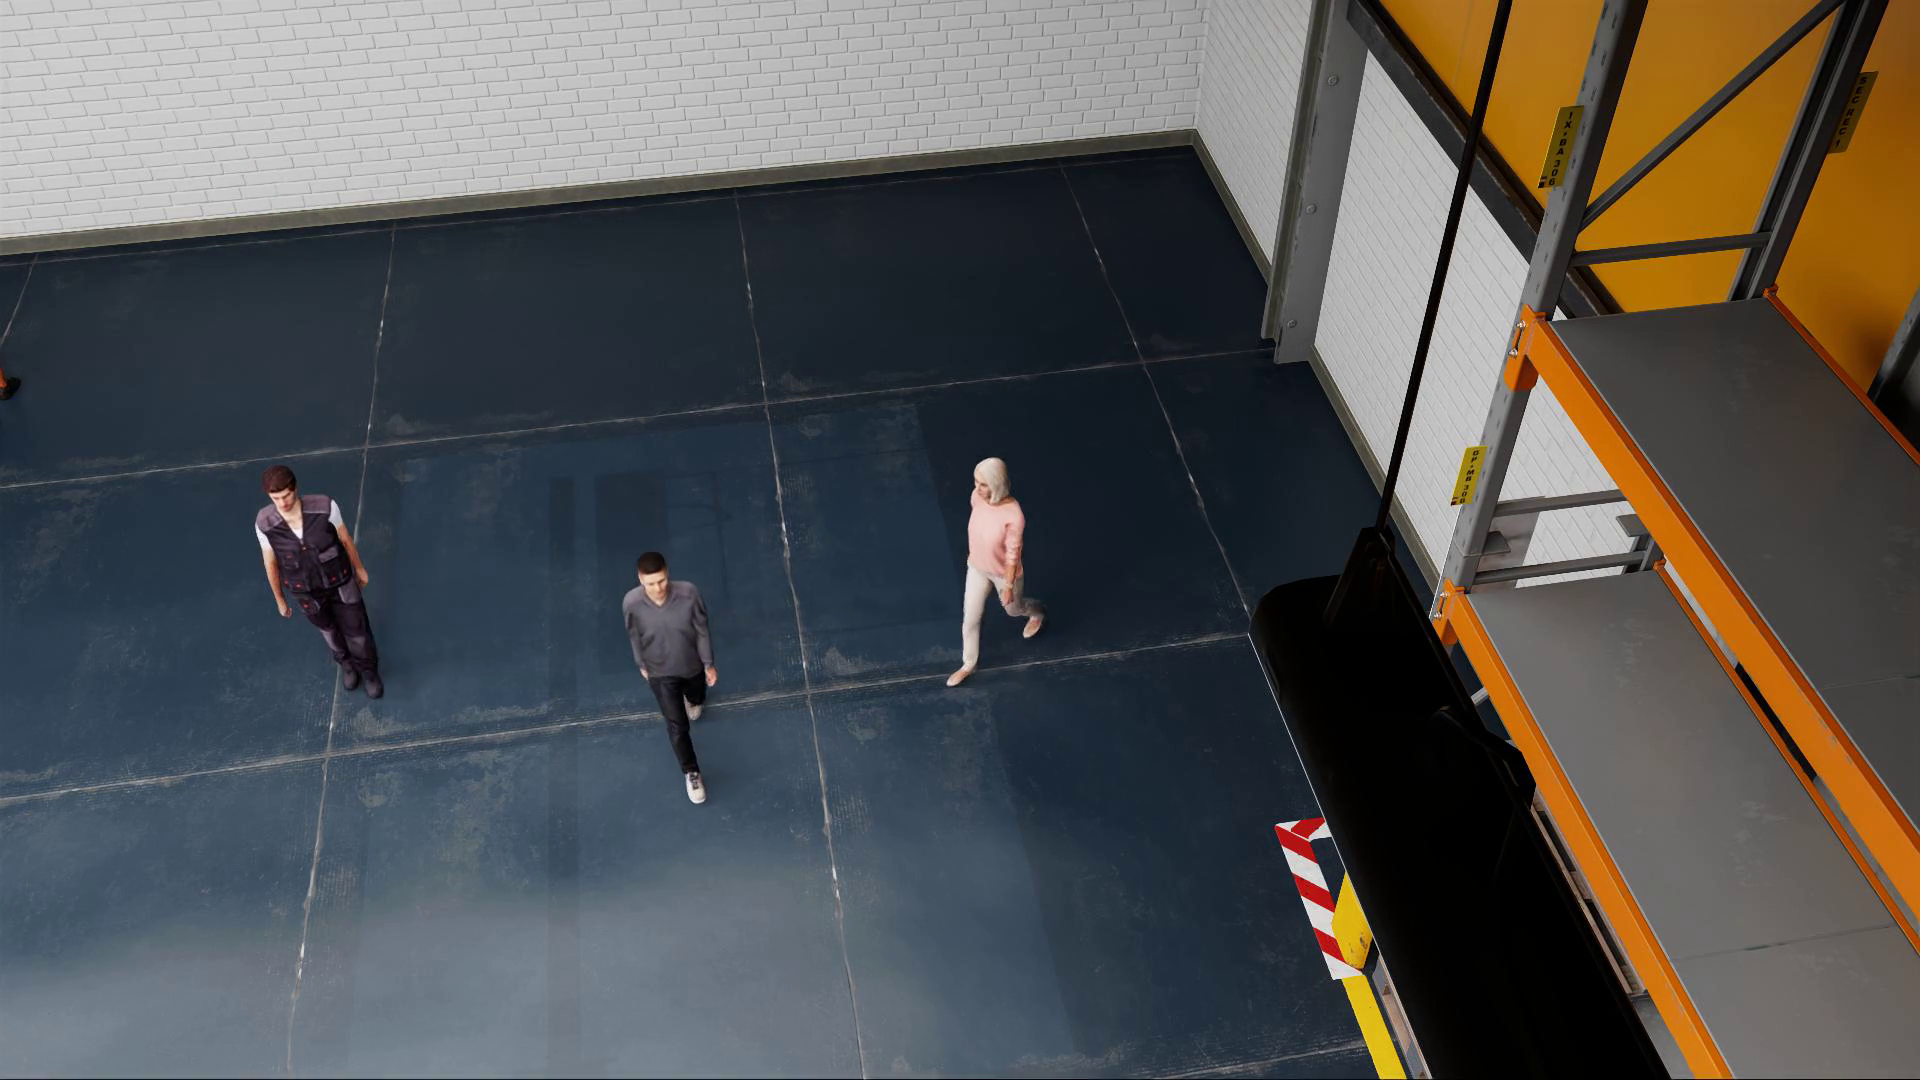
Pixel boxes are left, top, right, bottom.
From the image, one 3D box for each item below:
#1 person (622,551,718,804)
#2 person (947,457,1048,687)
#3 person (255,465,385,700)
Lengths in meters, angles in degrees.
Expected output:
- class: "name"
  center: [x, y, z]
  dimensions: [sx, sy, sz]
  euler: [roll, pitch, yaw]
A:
- class: "person"
  center: [-1.672, 0.671, 9.776]
  dimensions: [0.705, 1.733, 1.139]
  euler: [-12, 45, -13]
- class: "person"
  center: [0.290, 0.141, 10.360]
  dimensions: [1.098, 1.695, 1.090]
  euler: [31, 52, 28]
- class: "person"
  center: [-3.923, 0.190, 10.207]
  dimensions: [0.738, 1.833, 0.725]
  euler: [-13, 45, -13]
